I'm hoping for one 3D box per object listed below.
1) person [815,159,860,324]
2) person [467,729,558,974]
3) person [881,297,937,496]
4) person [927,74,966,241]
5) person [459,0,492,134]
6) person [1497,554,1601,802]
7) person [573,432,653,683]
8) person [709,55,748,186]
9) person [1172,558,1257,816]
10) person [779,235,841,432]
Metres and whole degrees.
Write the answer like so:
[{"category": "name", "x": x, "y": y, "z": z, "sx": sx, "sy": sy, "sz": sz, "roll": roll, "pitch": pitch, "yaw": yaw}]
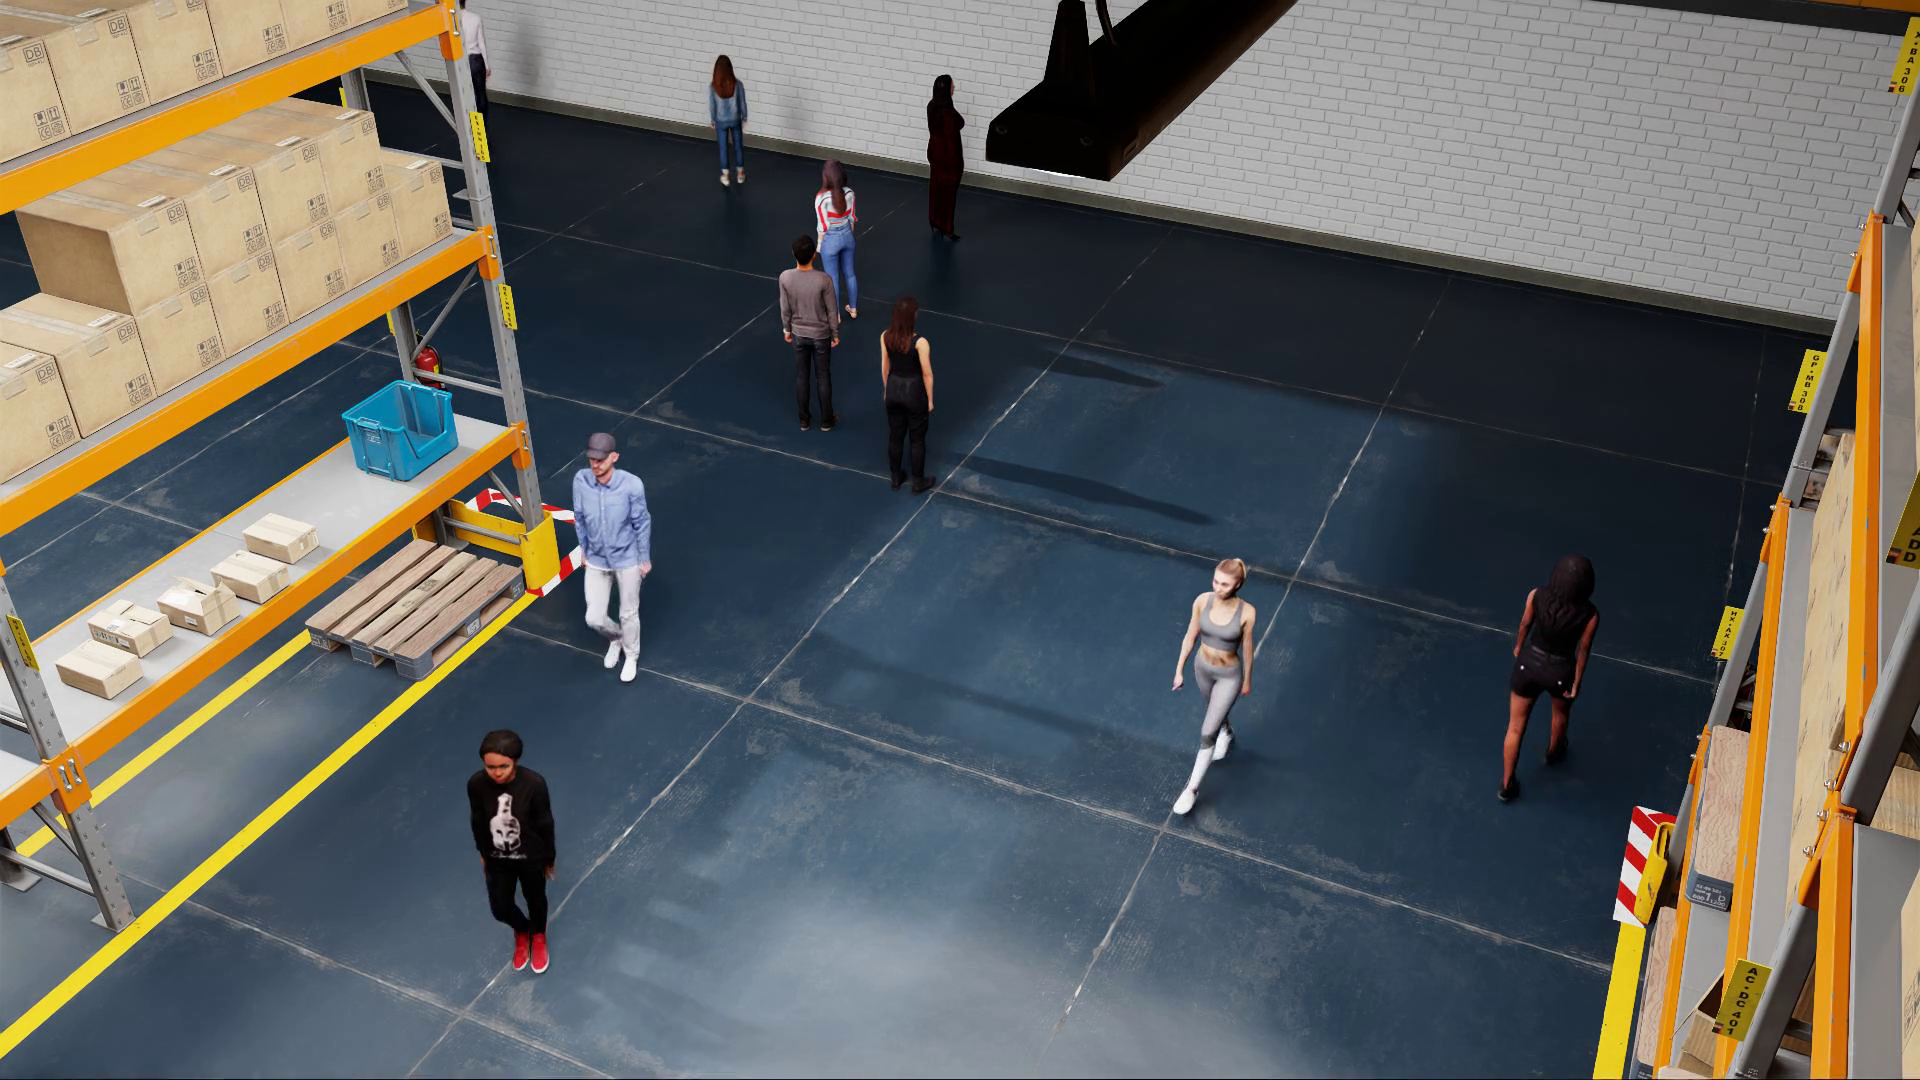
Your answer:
[{"category": "person", "x": -1.164, "y": -2.862, "z": 15.879, "sx": 0.618, "sy": 1.613, "sz": 0.725, "roll": -20, "pitch": 38, "yaw": -27}, {"category": "person", "x": -2.409, "y": 1.643, "z": 9.053, "sx": 0.699, "sy": 1.665, "sz": 0.719, "roll": -2, "pitch": 34, "yaw": -4}, {"category": "person", "x": -0.425, "y": -1.145, "z": 13.229, "sx": 0.579, "sy": 1.687, "sz": 0.514, "roll": 14, "pitch": 36, "yaw": 21}, {"category": "person", "x": -0.170, "y": -4.034, "z": 17.511, "sx": 0.803, "sy": 1.758, "sz": 0.769, "roll": -16, "pitch": 37, "yaw": -23}, {"category": "person", "x": -5.862, "y": -5.659, "z": 19.869, "sx": 1.107, "sy": 1.853, "sz": 1.149, "roll": -13, "pitch": 36, "yaw": -18}, {"category": "person", "x": 3.543, "y": 0.883, "z": 10.154, "sx": 0.649, "sy": 1.714, "sz": 0.972, "roll": 16, "pitch": 37, "yaw": 23}, {"category": "person", "x": -2.322, "y": 0.065, "z": 11.233, "sx": 0.763, "sy": 1.881, "sz": 0.758, "roll": 3, "pitch": 34, "yaw": 5}, {"category": "person", "x": -2.628, "y": -4.763, "z": 18.862, "sx": 0.646, "sy": 1.477, "sz": 0.675, "roll": -6, "pitch": 34, "yaw": -9}, {"category": "person", "x": 1.628, "y": 0.808, "z": 10.320, "sx": 0.678, "sy": 1.654, "sz": 1.161, "roll": 19, "pitch": 38, "yaw": 26}, {"category": "person", "x": -1.269, "y": -1.739, "z": 14.048, "sx": 0.625, "sy": 1.768, "sz": 0.692, "roll": 14, "pitch": 36, "yaw": 20}]
